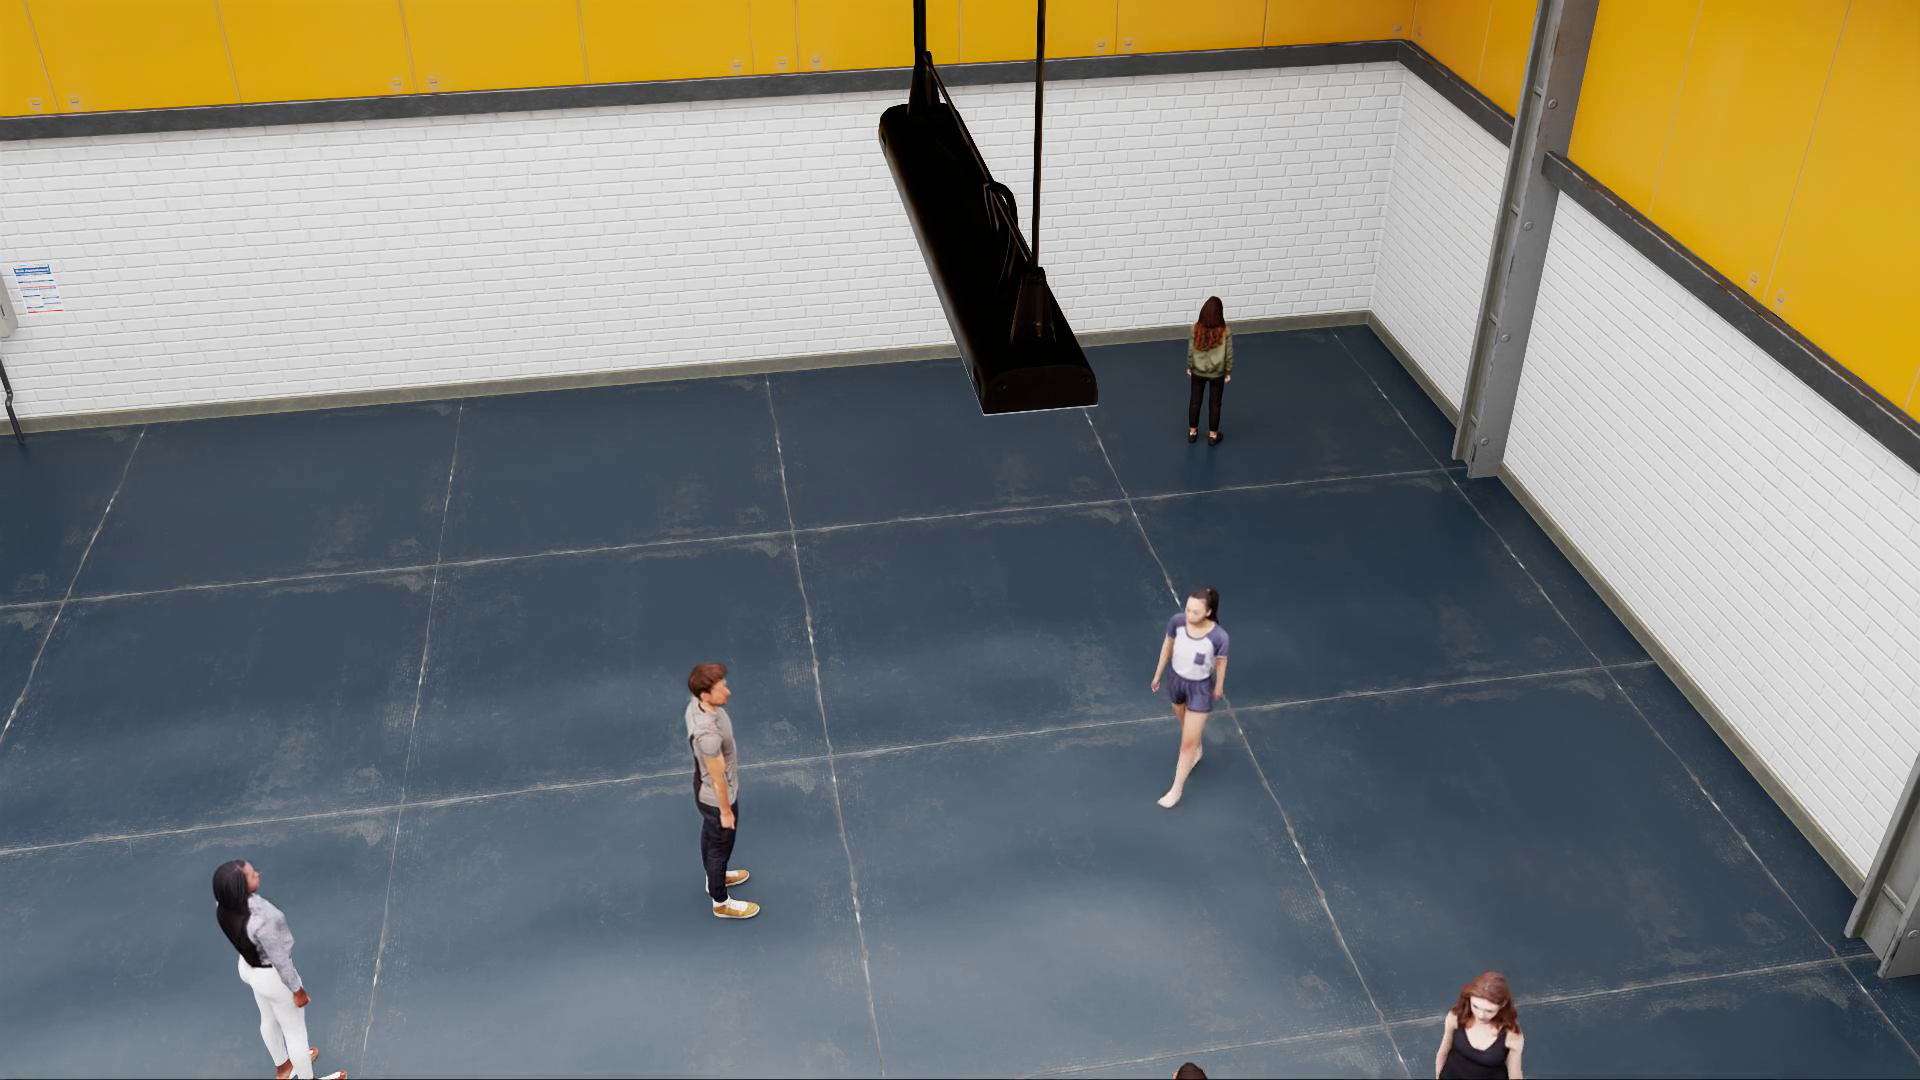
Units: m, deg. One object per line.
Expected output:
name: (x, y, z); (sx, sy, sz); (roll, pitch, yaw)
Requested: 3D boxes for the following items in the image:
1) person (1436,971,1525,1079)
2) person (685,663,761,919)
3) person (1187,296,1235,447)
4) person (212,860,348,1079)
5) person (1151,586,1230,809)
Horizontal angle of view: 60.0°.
person: (2.685, 2.780, 8.593); (0.974, 1.721, 1.098); (13, 36, 18)
person: (-1.510, 1.537, 10.307); (0.730, 1.894, 0.499); (-8, 35, -13)
person: (2.295, -1.564, 15.351); (0.657, 1.475, 0.663); (11, 35, 16)
person: (-3.792, 2.405, 9.153); (0.658, 1.725, 0.729); (24, 40, 31)
person: (1.629, 0.975, 11.400); (0.975, 1.620, 0.993); (27, 42, 34)
